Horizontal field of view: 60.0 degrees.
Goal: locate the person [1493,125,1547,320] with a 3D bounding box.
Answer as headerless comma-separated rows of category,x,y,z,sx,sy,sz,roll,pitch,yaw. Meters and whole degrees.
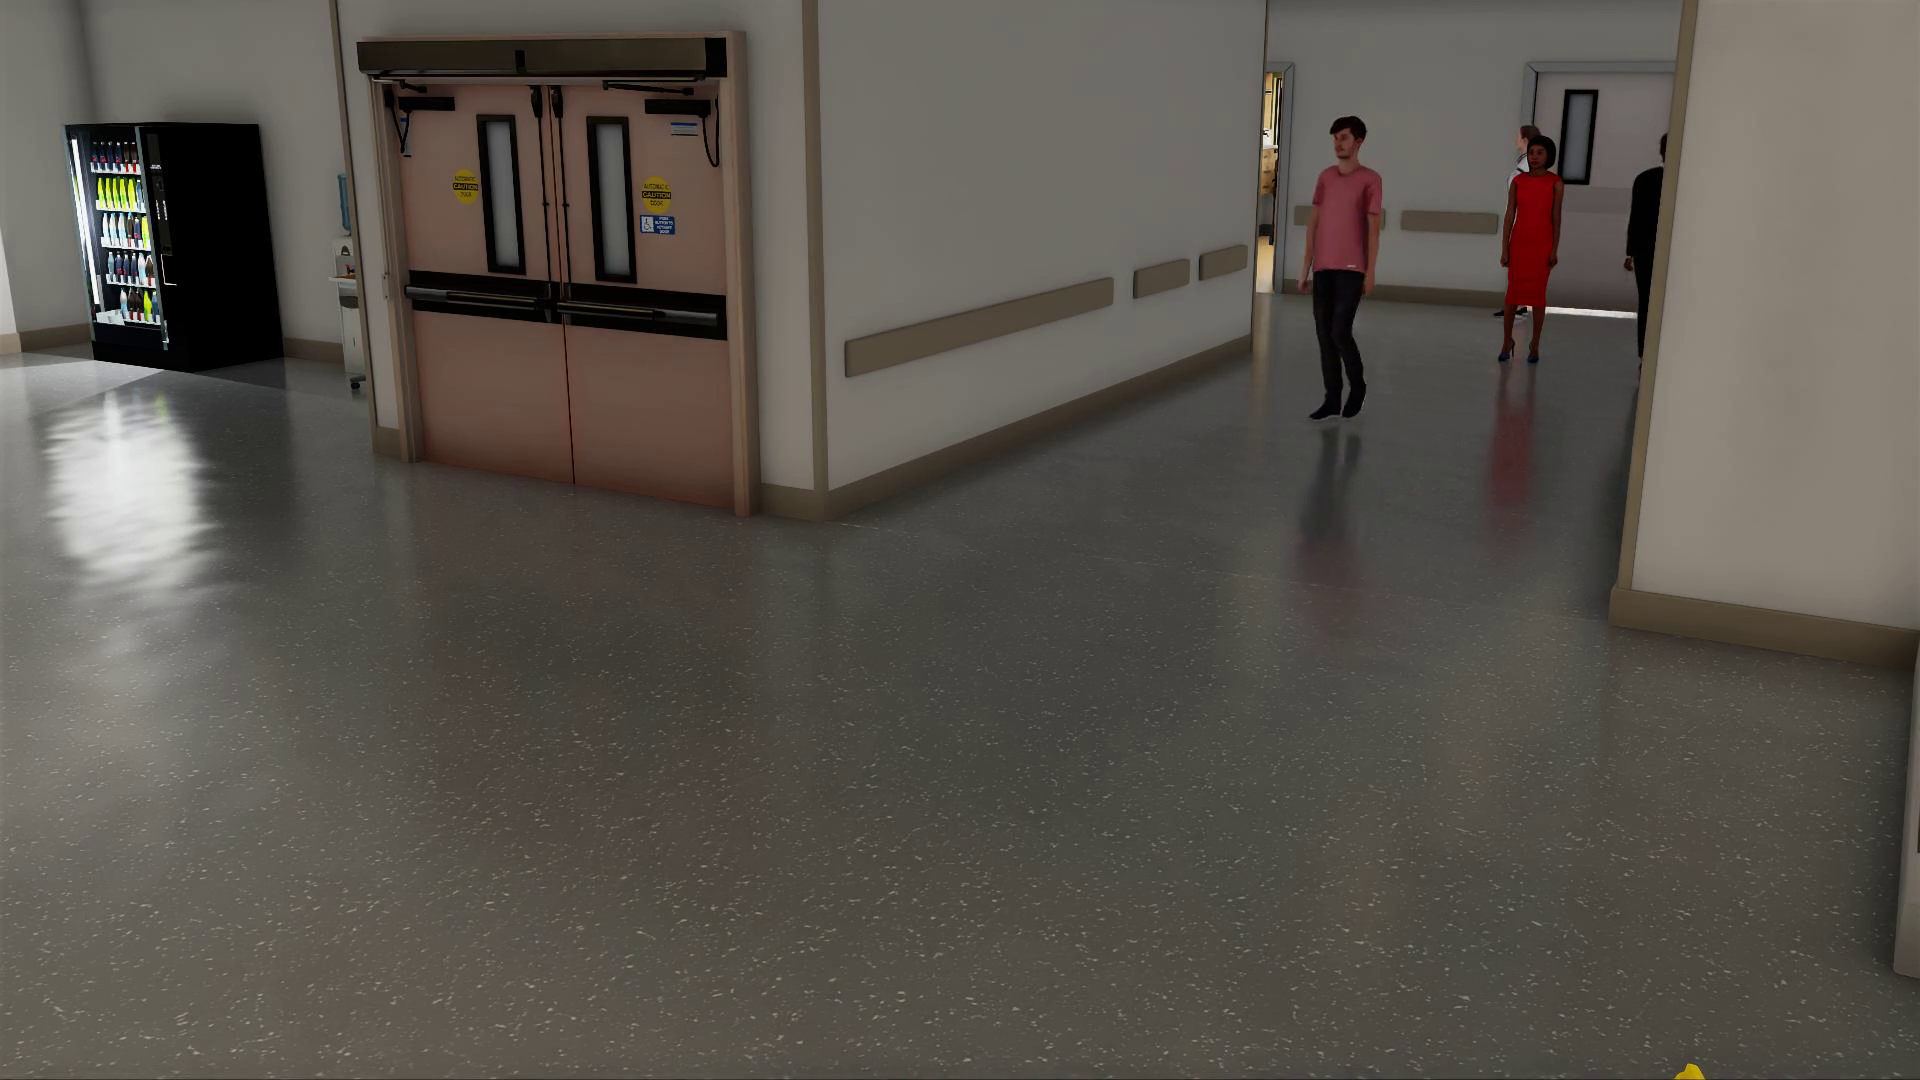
person,5.201,-2.942,15.403,0.569,1.752,0.566,10,19,32

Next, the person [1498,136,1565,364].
person,4.488,-2.276,13.058,0.448,1.743,0.641,8,18,26

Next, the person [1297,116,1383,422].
person,2.523,-1.733,10.763,0.795,1.943,0.710,-13,20,-39
